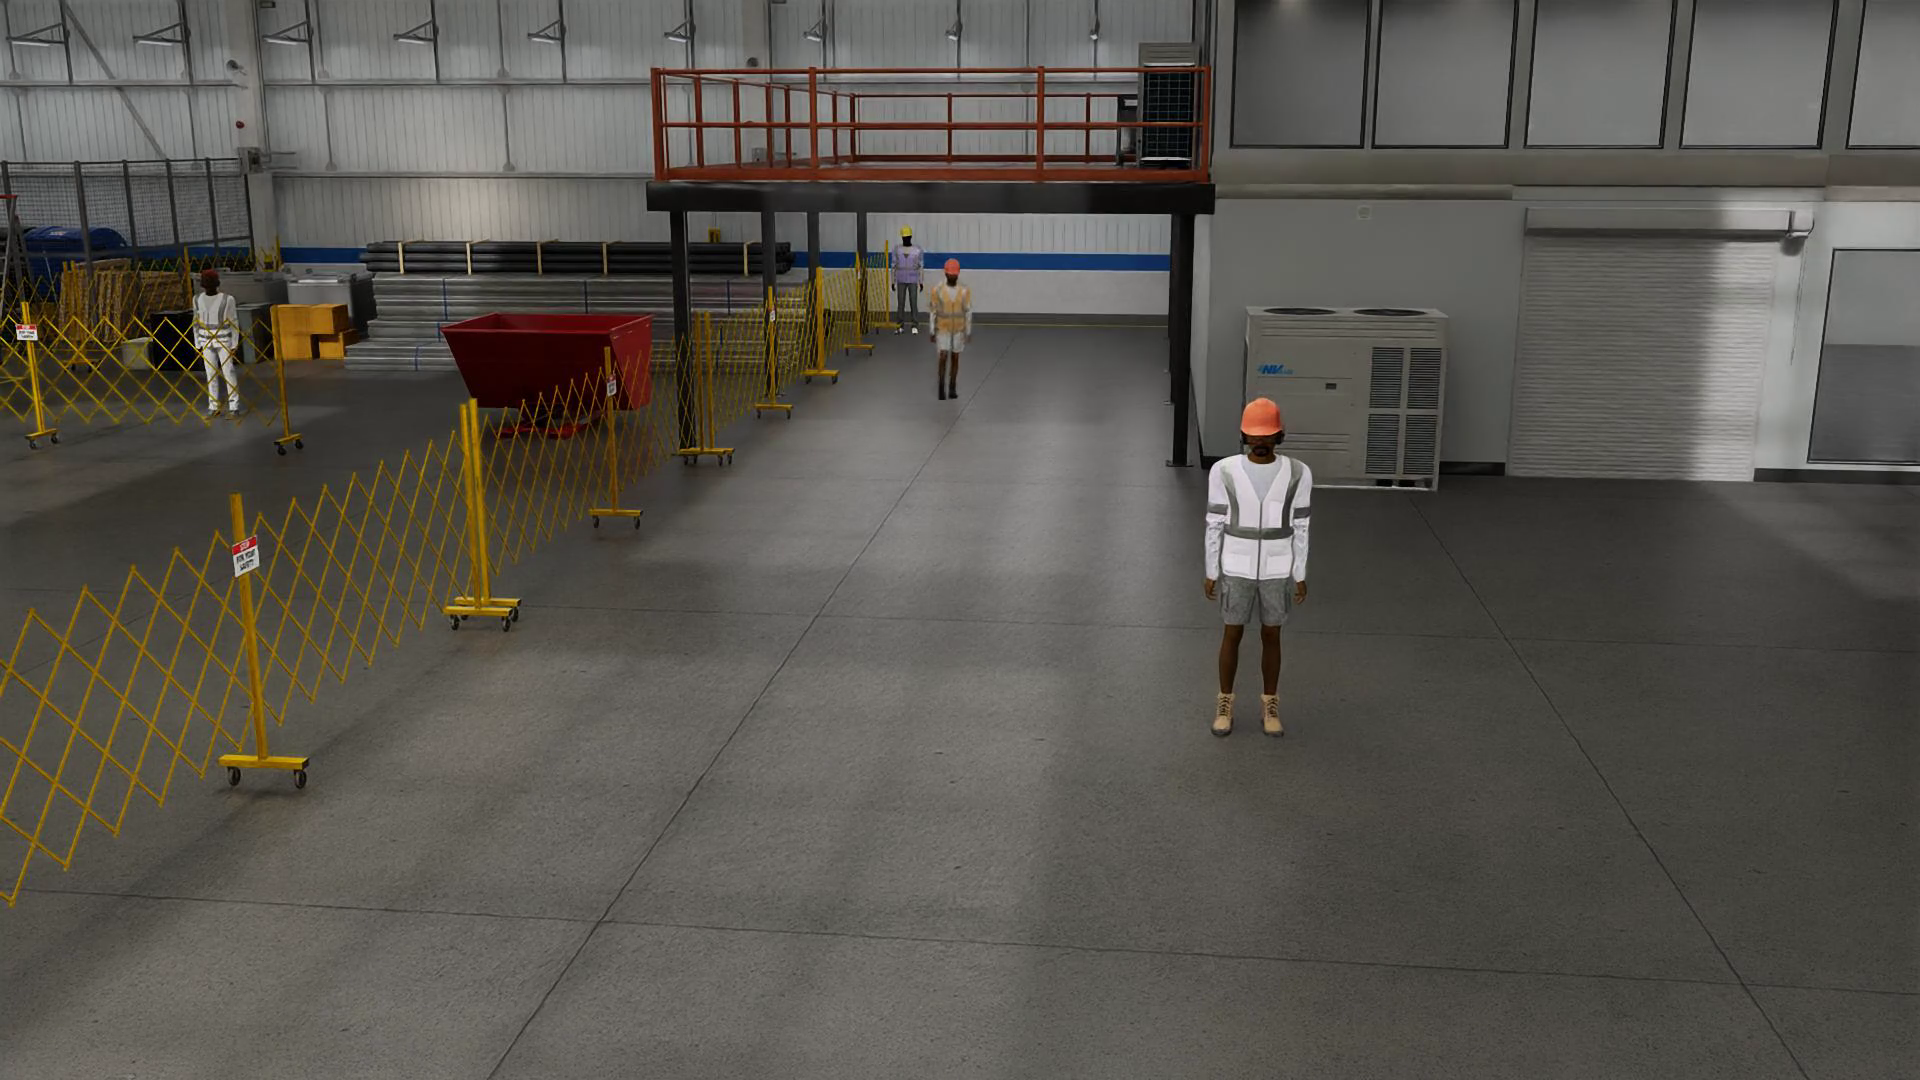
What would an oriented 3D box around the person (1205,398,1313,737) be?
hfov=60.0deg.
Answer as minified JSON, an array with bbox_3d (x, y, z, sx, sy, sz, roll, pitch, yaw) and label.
[{"bbox_3d":[1.754,0.171,9.831,0.615,2.044,0.369,1,14,6],"label":"person"}]

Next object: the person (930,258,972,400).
[{"bbox_3d":[-0.111,-2.834,22.413,0.551,1.903,0.644,-3,14,-13],"label":"person"}]

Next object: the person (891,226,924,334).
[{"bbox_3d":[-0.944,-4.650,29.785,0.594,1.925,0.369,1,14,6],"label":"person"}]

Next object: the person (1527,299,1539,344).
[{"bbox_3d":[6.085,-1.740,17.993,0.532,1.870,0.315,1,14,6],"label":"person"}]

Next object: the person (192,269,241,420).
[{"bbox_3d":[-9.335,-2.447,20.871,0.584,1.882,0.344,1,14,6],"label":"person"}]
